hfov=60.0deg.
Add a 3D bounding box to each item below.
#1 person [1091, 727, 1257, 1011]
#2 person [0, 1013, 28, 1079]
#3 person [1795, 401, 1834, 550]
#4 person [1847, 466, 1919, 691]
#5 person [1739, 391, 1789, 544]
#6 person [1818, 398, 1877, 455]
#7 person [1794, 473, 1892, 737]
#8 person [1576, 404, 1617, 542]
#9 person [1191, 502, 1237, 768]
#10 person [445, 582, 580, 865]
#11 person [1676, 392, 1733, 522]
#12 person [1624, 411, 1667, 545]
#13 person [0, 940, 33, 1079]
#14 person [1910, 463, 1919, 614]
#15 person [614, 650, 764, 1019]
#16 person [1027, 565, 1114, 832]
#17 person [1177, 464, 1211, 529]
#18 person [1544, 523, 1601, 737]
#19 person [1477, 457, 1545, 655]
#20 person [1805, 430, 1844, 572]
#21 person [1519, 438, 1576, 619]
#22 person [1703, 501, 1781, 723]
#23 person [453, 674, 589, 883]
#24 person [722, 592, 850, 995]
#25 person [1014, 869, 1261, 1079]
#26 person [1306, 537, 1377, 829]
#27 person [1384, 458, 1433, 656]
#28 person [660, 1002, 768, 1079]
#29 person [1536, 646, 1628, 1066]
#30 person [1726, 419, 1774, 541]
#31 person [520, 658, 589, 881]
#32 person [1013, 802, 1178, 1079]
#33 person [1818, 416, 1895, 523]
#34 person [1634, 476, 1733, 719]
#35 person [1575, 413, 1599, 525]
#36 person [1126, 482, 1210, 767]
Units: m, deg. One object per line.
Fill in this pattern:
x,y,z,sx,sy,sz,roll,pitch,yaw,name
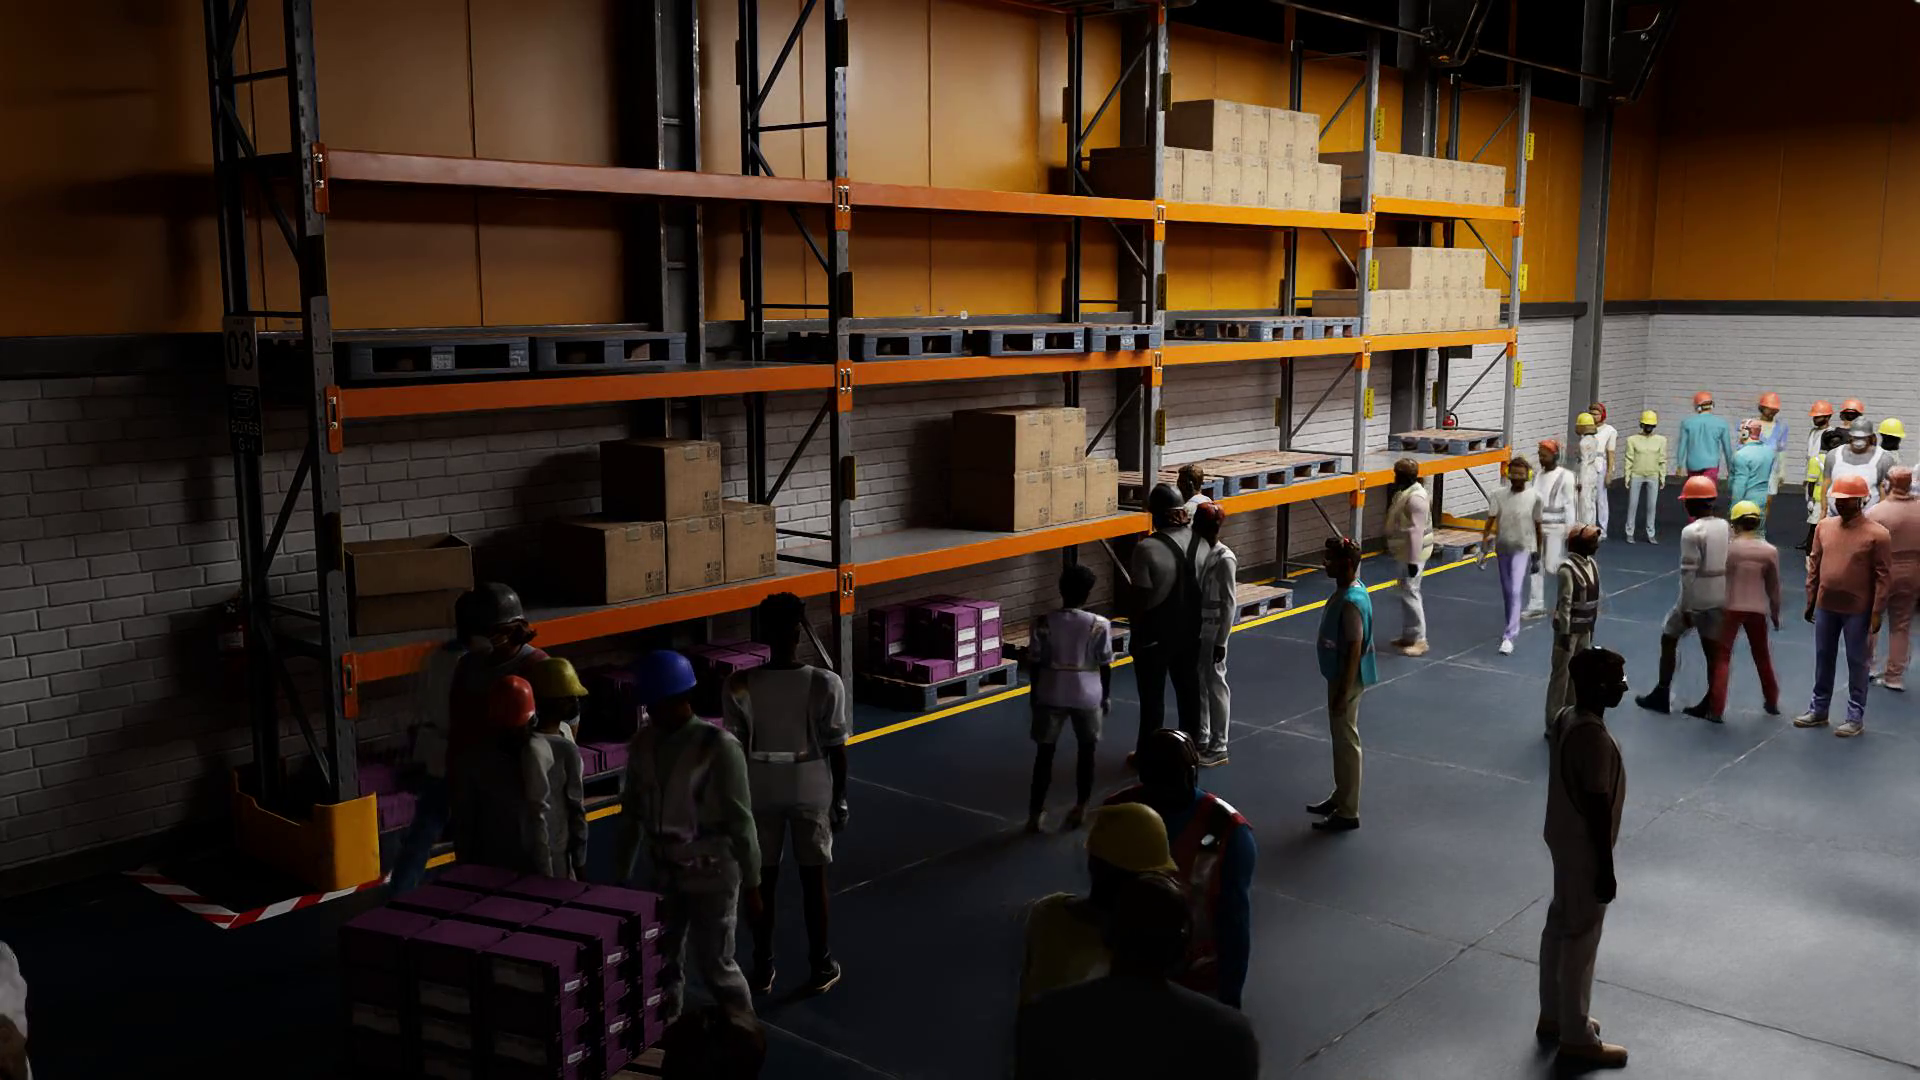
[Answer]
0.759,1.575,6.104,0.624,1.835,0.431,5,10,29,person
-2.143,1.942,3.881,0.930,1.797,0.566,-2,9,-14,person
10.896,-0.801,21.107,0.387,1.930,0.546,-1,9,-8,person
7.841,0.315,14.044,0.648,1.888,0.589,0,9,2,person
10.381,-0.921,21.561,0.627,2.026,0.538,1,9,4,person
10.680,-0.690,20.072,0.611,2.032,0.411,5,10,29,person
6.689,0.485,12.596,0.389,1.992,0.625,-5,10,-29,person
8.420,-0.888,21.972,0.388,1.837,0.563,-3,9,-21,person
1.745,0.662,11.812,0.355,1.884,0.575,-3,9,-20,person
-2.168,1.197,7.858,0.687,2.000,0.535,4,10,25,person
10.038,-1.013,22.393,0.685,1.945,0.858,5,10,31,person
8.949,-0.813,21.729,0.525,1.760,0.340,2,9,10,person
-2.867,1.788,4.664,0.996,1.861,0.660,2,9,13,person
10.074,-0.187,17.111,0.544,1.939,0.372,8,12,43,person
-1.129,1.402,6.943,0.666,1.944,0.630,6,11,33,person
0.690,0.988,10.388,0.545,1.665,0.414,2,9,10,person
2.063,0.247,14.664,0.350,1.837,0.503,5,10,30,person
4.621,0.683,12.502,0.522,1.632,0.314,-9,12,-44,person
5.178,0.113,15.587,0.533,1.822,0.989,6,11,34,person
10.233,-0.451,19.592,0.541,1.695,0.316,-1,9,-5,person
6.041,-0.114,16.888,0.660,1.865,0.576,-3,9,-20,person
6.210,0.555,13.062,0.711,1.724,0.496,0,9,-2,person
-1.920,1.432,7.309,0.577,1.739,0.349,-3,9,-17,person
-0.828,1.216,7.976,0.607,1.967,0.367,0,9,1,person
0.446,1.804,4.336,0.644,1.926,0.383,1,9,6,person
2.416,0.893,10.444,0.390,1.846,0.565,1,9,8,person
4.133,0.144,15.385,0.434,1.829,0.778,1,9,7,person
-0.503,1.929,3.813,0.337,1.838,0.503,-1,9,-8,person
2.765,1.374,7.345,0.345,1.846,0.508,0,9,0,person
8.764,-0.396,18.562,0.642,1.909,0.399,-6,11,-36,person
-1.798,1.396,7.461,0.317,1.767,0.534,0,9,1,person
0.452,1.709,5.034,0.765,1.888,0.599,-4,10,-25,person
9.459,-0.313,17.599,0.694,2.000,0.537,7,11,37,person
5.749,0.440,13.151,0.559,1.905,0.792,-4,10,-25,person
8.080,-0.774,21.540,0.313,1.739,0.485,7,11,37,person
1.442,0.590,11.770,0.682,2.000,0.535,-5,10,-29,person
